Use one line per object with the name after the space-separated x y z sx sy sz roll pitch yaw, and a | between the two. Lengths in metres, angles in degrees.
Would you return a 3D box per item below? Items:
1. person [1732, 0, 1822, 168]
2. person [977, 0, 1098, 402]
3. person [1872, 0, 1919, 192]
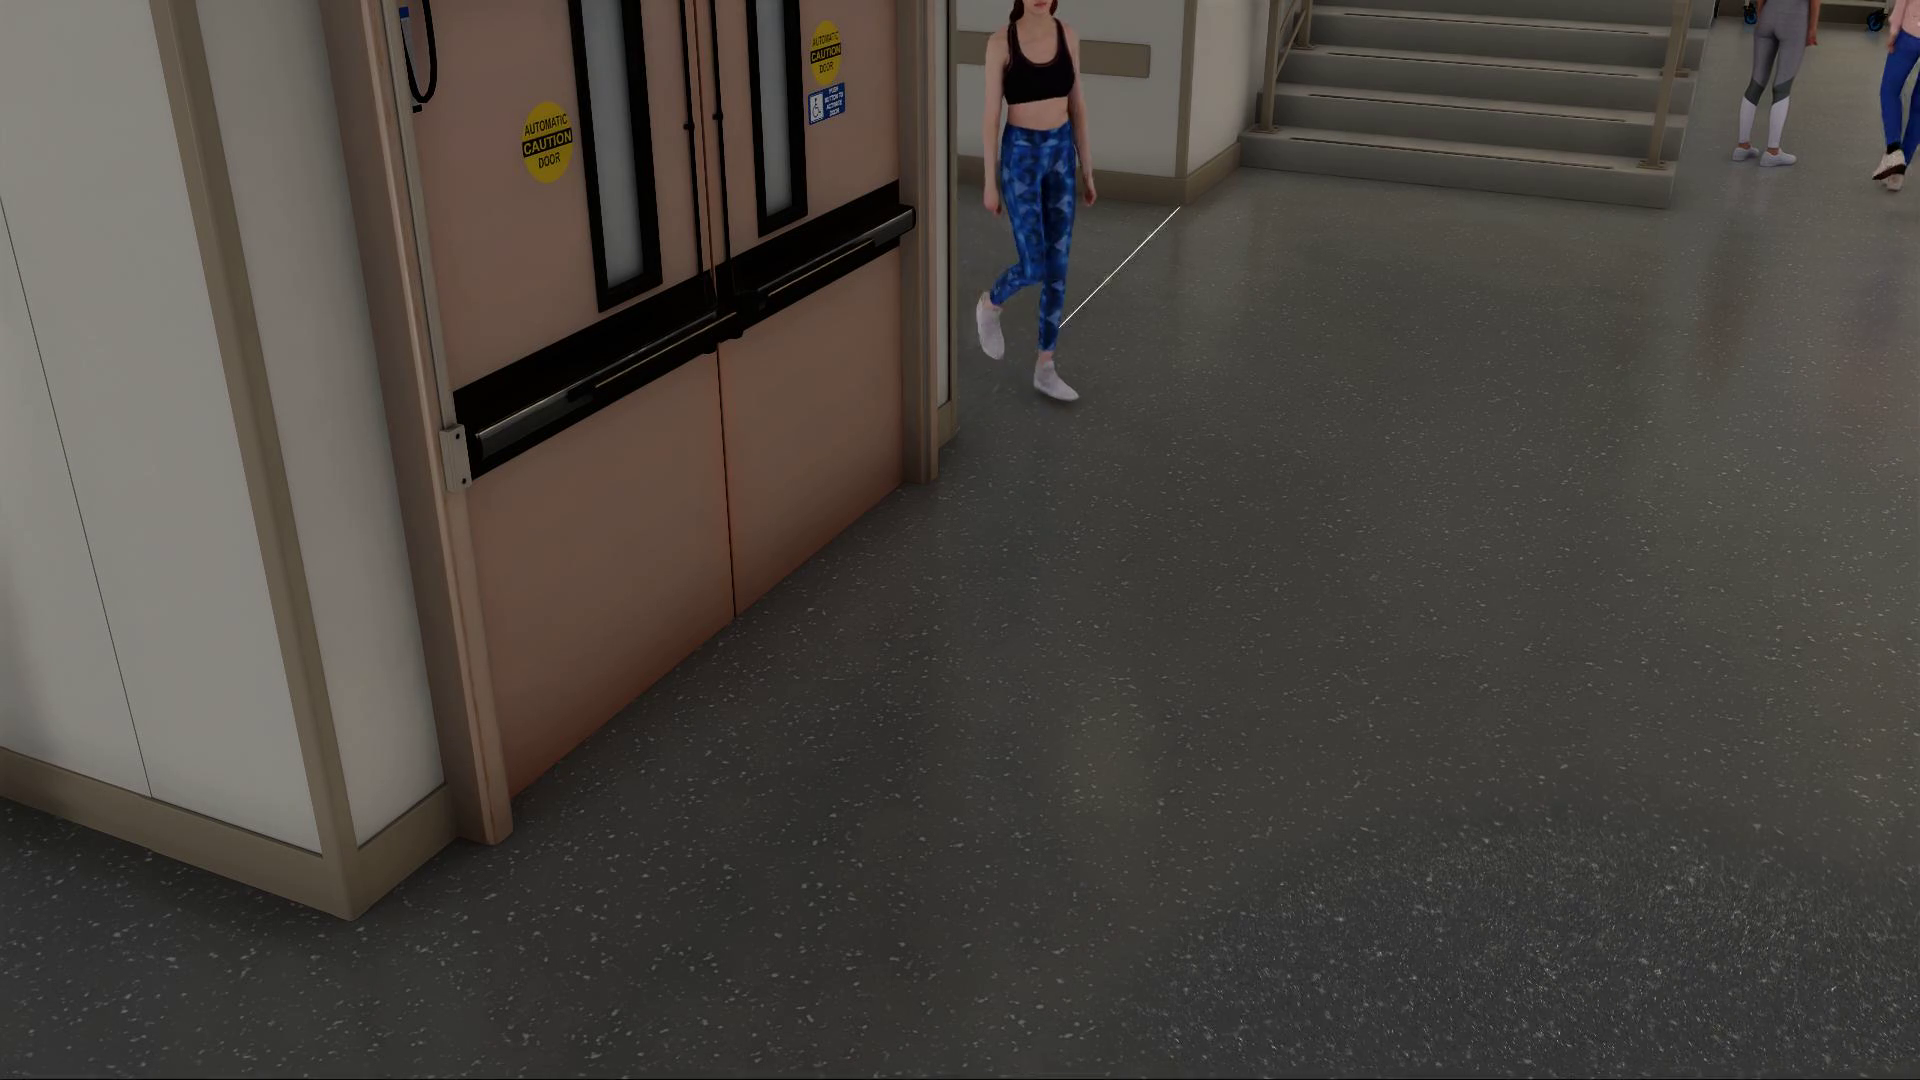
5.170 -3.236 10.451 0.678 1.707 0.646 -14 29 -27 | person
0.256 -1.444 6.657 0.884 1.774 0.901 -16 30 -30 | person
5.670 -2.893 9.692 0.695 1.748 0.713 7 27 14 | person
